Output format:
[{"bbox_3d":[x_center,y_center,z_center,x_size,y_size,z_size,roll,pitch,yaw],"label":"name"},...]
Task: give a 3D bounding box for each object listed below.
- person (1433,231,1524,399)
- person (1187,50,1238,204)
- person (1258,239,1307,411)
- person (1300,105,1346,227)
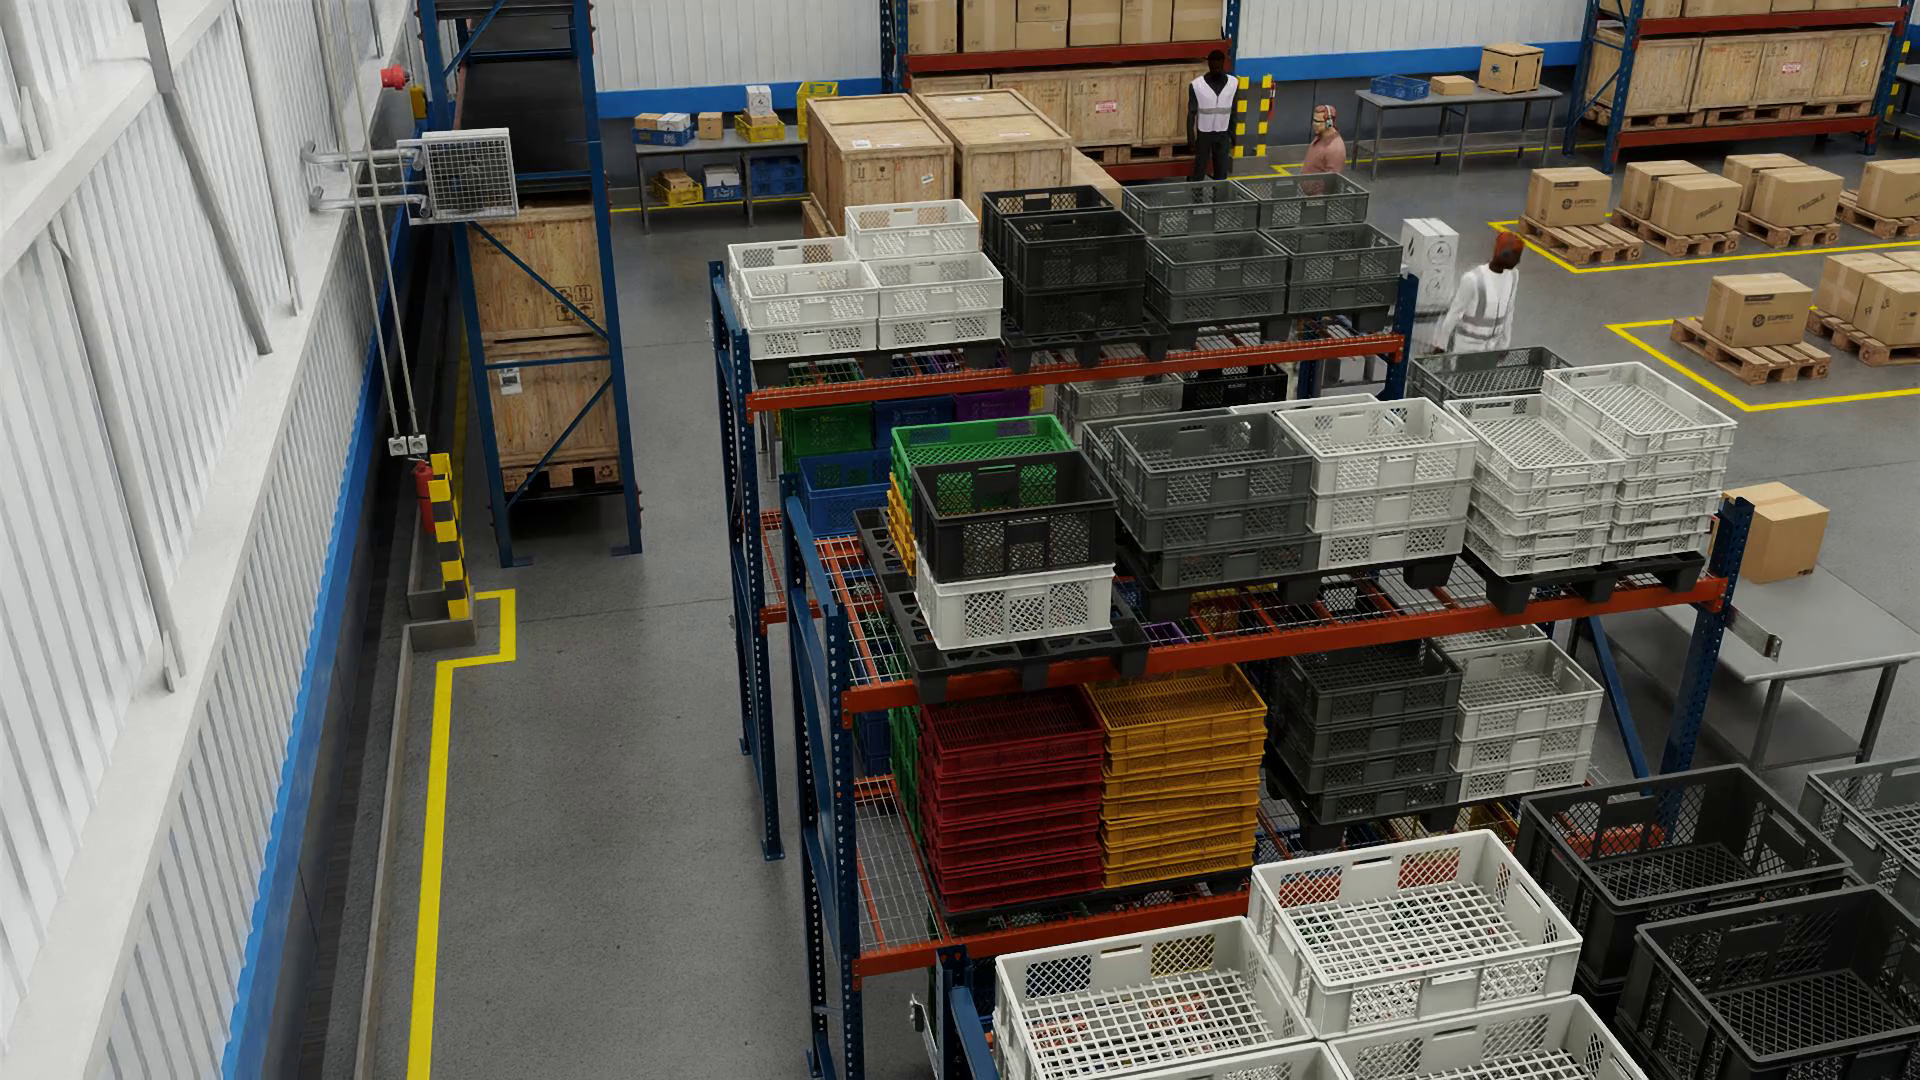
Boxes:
[{"bbox_3d":[4.125,-1.589,13.351,0.643,1.847,0.442,-15,31,-25],"label":"person"},{"bbox_3d":[2.894,-4.694,19.186,0.600,1.906,0.409,-6,28,-11],"label":"person"},{"bbox_3d":[2.570,-1.533,13.231,0.336,1.864,0.521,-16,32,-28],"label":"person"},{"bbox_3d":[3.627,-3.446,16.830,0.400,1.899,0.650,-1,28,-1],"label":"person"}]
